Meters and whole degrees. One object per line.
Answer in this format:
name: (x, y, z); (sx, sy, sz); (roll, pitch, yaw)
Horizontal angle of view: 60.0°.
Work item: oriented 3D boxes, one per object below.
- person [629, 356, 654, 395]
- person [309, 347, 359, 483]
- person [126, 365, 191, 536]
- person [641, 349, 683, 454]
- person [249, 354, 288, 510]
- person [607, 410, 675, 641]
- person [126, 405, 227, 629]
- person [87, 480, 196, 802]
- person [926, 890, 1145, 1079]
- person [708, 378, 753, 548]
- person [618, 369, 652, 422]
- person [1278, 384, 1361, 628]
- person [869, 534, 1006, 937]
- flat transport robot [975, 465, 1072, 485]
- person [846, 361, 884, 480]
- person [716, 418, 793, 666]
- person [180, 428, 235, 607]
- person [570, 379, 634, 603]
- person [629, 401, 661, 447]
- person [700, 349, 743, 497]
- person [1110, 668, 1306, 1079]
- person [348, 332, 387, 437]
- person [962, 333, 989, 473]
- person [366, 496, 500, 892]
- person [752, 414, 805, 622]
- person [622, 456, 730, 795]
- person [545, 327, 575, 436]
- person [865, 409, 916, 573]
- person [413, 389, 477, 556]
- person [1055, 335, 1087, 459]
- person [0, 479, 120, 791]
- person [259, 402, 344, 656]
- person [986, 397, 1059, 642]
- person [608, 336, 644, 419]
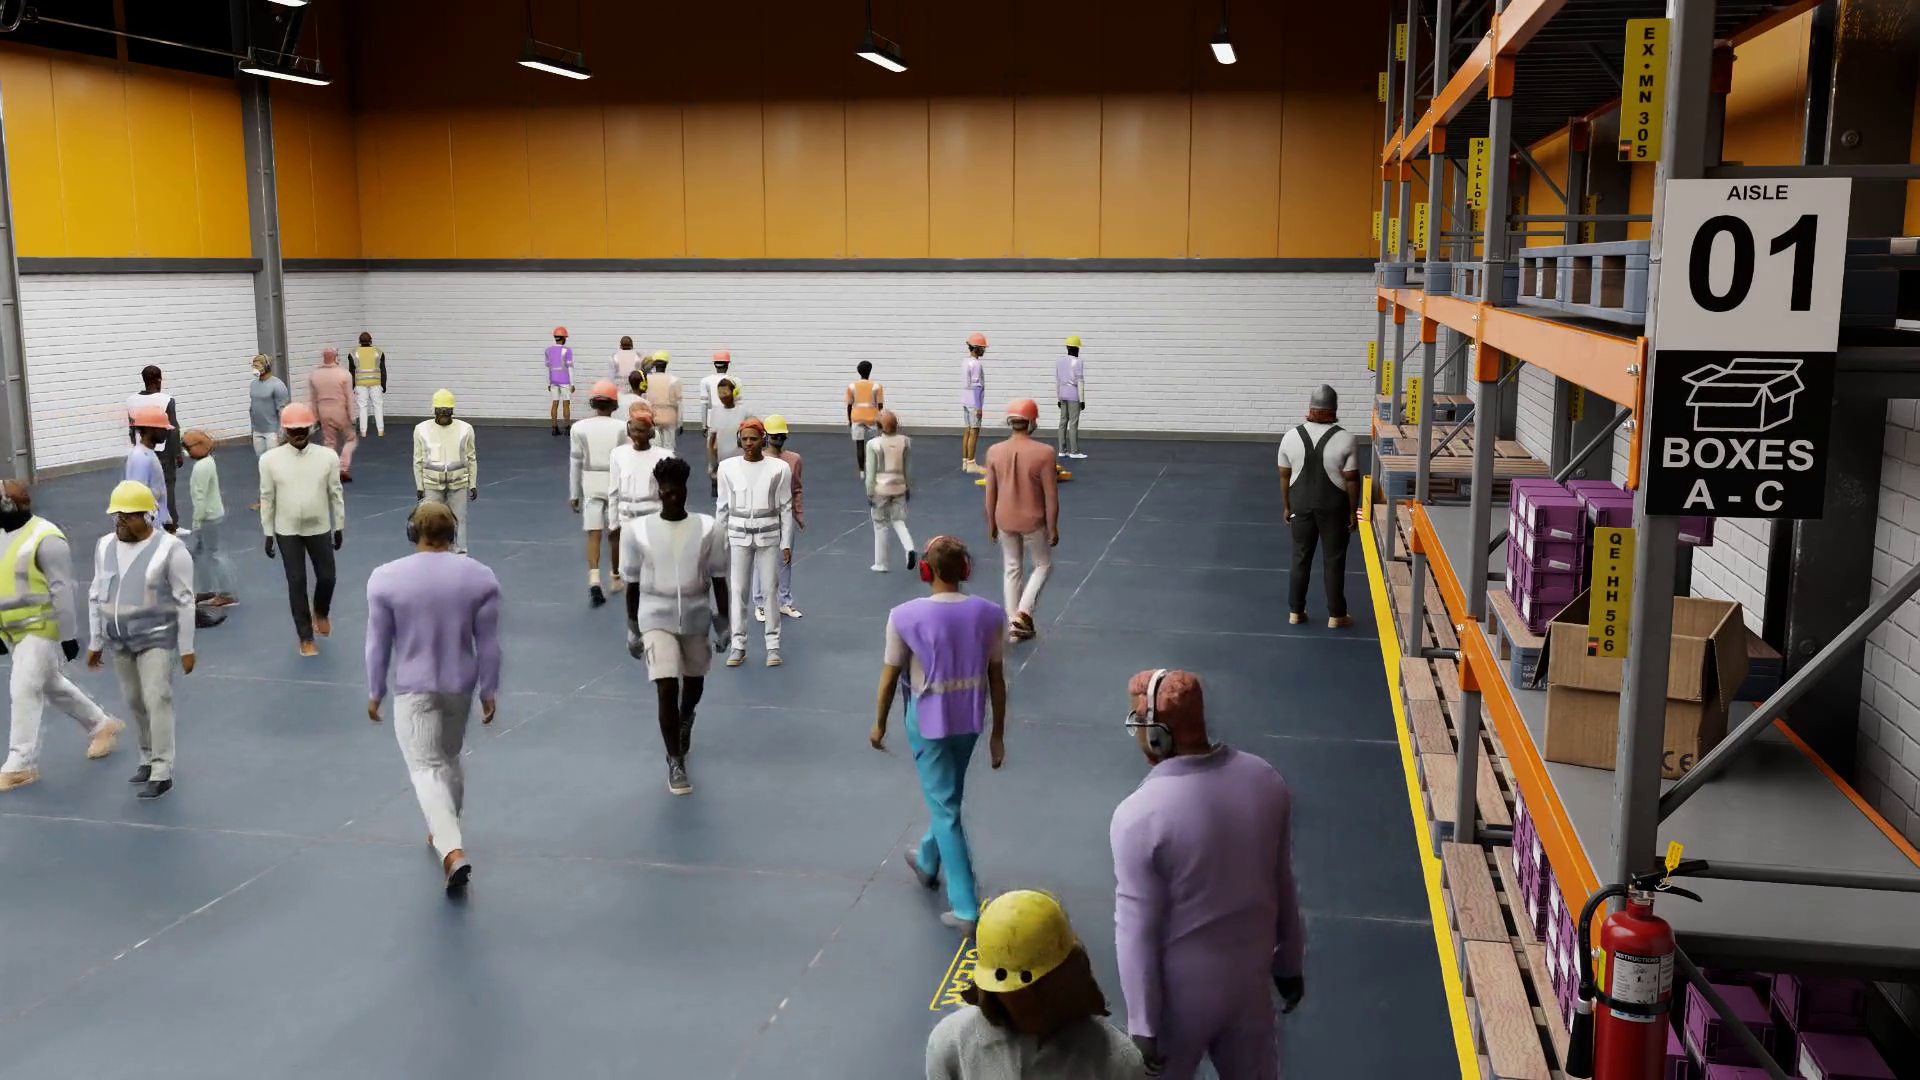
person: (-4.885, -2.069, 25.942); (0.520, 1.612, 0.662); (0, 9, 2)
person: (-8.591, -1.705, 22.908); (0.669, 1.894, 0.432); (2, 10, 10)
person: (-8.941, -0.982, 18.504); (0.593, 1.918, 0.391); (1, 10, 9)
person: (-3.992, -1.595, 22.241); (0.591, 1.898, 0.532); (0, 9, -2)
person: (-8.495, -1.312, 20.425); (0.627, 1.940, 0.372); (6, 11, 30)
person: (-2.564, -0.137, 13.560); (0.596, 1.869, 0.638); (3, 10, 15)
person: (-6.689, -0.166, 13.717); (0.971, 1.891, 0.548); (-5, 11, -27)
person: (-4.708, 0.556, 9.547); (0.601, 1.830, 0.458); (2, 10, 11)
person: (0.173, 1.565, 3.741); (0.488, 1.712, 0.673); (1, 10, 9)
person: (-2.480, -0.861, 18.117); (0.505, 1.822, 1.002); (3, 10, 16)
person: (-3.698, -0.999, 18.797); (0.529, 1.852, 0.560); (6, 11, 31)
person: (3.045, -0.291, 13.970); (0.689, 2.000, 0.539); (5, 11, 30)
person: (-0.097, 0.866, 7.750); (0.568, 1.791, 0.954); (-5, 11, -29)
flat transport robot: (0.885, -0.902, 22.968); (0.652, 0.197, 1.431); (7, 12, 36)
person: (-1.328, -1.701, 23.524); (0.557, 1.671, 0.656); (1, 9, 4)
person: (-1.555, 0.020, 12.575); (0.576, 1.881, 0.354); (0, 9, -1)
person: (-6.692, -0.187, 14.618); (0.561, 1.608, 0.541); (-3, 10, -19)
person: (-3.213, -0.447, 15.013); (0.618, 2.011, 0.957); (-1, 9, -5)
person: (-3.326, -0.707, 17.820); (0.783, 1.593, 0.490); (-9, 13, -43)
person: (-3.101, -1.527, 21.733); (0.551, 1.932, 0.376); (0, 9, 0)
person: (0.780, 1.315, 4.834); (0.684, 1.869, 0.733); (-6, 11, -32)
person: (-10.438, -2.740, 29.320); (0.631, 1.842, 0.428); (-4, 10, -24)
person: (0.234, -1.984, 24.193); (0.398, 2.034, 0.608); (-3, 10, -15)
person: (-2.554, 0.739, 8.181); (0.629, 1.908, 0.940); (-6, 11, -33)
person: (-1.567, -0.190, 14.189); (0.522, 1.769, 0.312); (-6, 11, -32)
person: (-1.676, 0.451, 9.818); (0.609, 1.940, 0.876); (-3, 10, -18)
person: (-7.047, -2.802, 29.414); (0.551, 1.932, 0.376); (3, 10, 19)
person: (-0.680, -0.466, 16.248); (0.527, 1.624, 0.530); (-6, 11, -31)
person: (-4.993, -0.552, 16.160); (0.590, 1.835, 0.404); (-3, 10, -19)
person: (1.738, -2.236, 26.021); (0.378, 1.928, 0.585); (-8, 12, -39)
person: (-5.467, 0.514, 9.883); (0.640, 1.794, 0.919); (5, 11, 28)
person: (-5.144, -0.101, 13.019); (0.620, 1.973, 0.584); (-5, 11, -28)
person: (0.503, -0.153, 13.296); (0.638, 1.984, 0.441); (5, 10, 26)
person: (-5.569, -2.506, 27.917); (0.633, 1.839, 0.429); (-2, 10, -11)
